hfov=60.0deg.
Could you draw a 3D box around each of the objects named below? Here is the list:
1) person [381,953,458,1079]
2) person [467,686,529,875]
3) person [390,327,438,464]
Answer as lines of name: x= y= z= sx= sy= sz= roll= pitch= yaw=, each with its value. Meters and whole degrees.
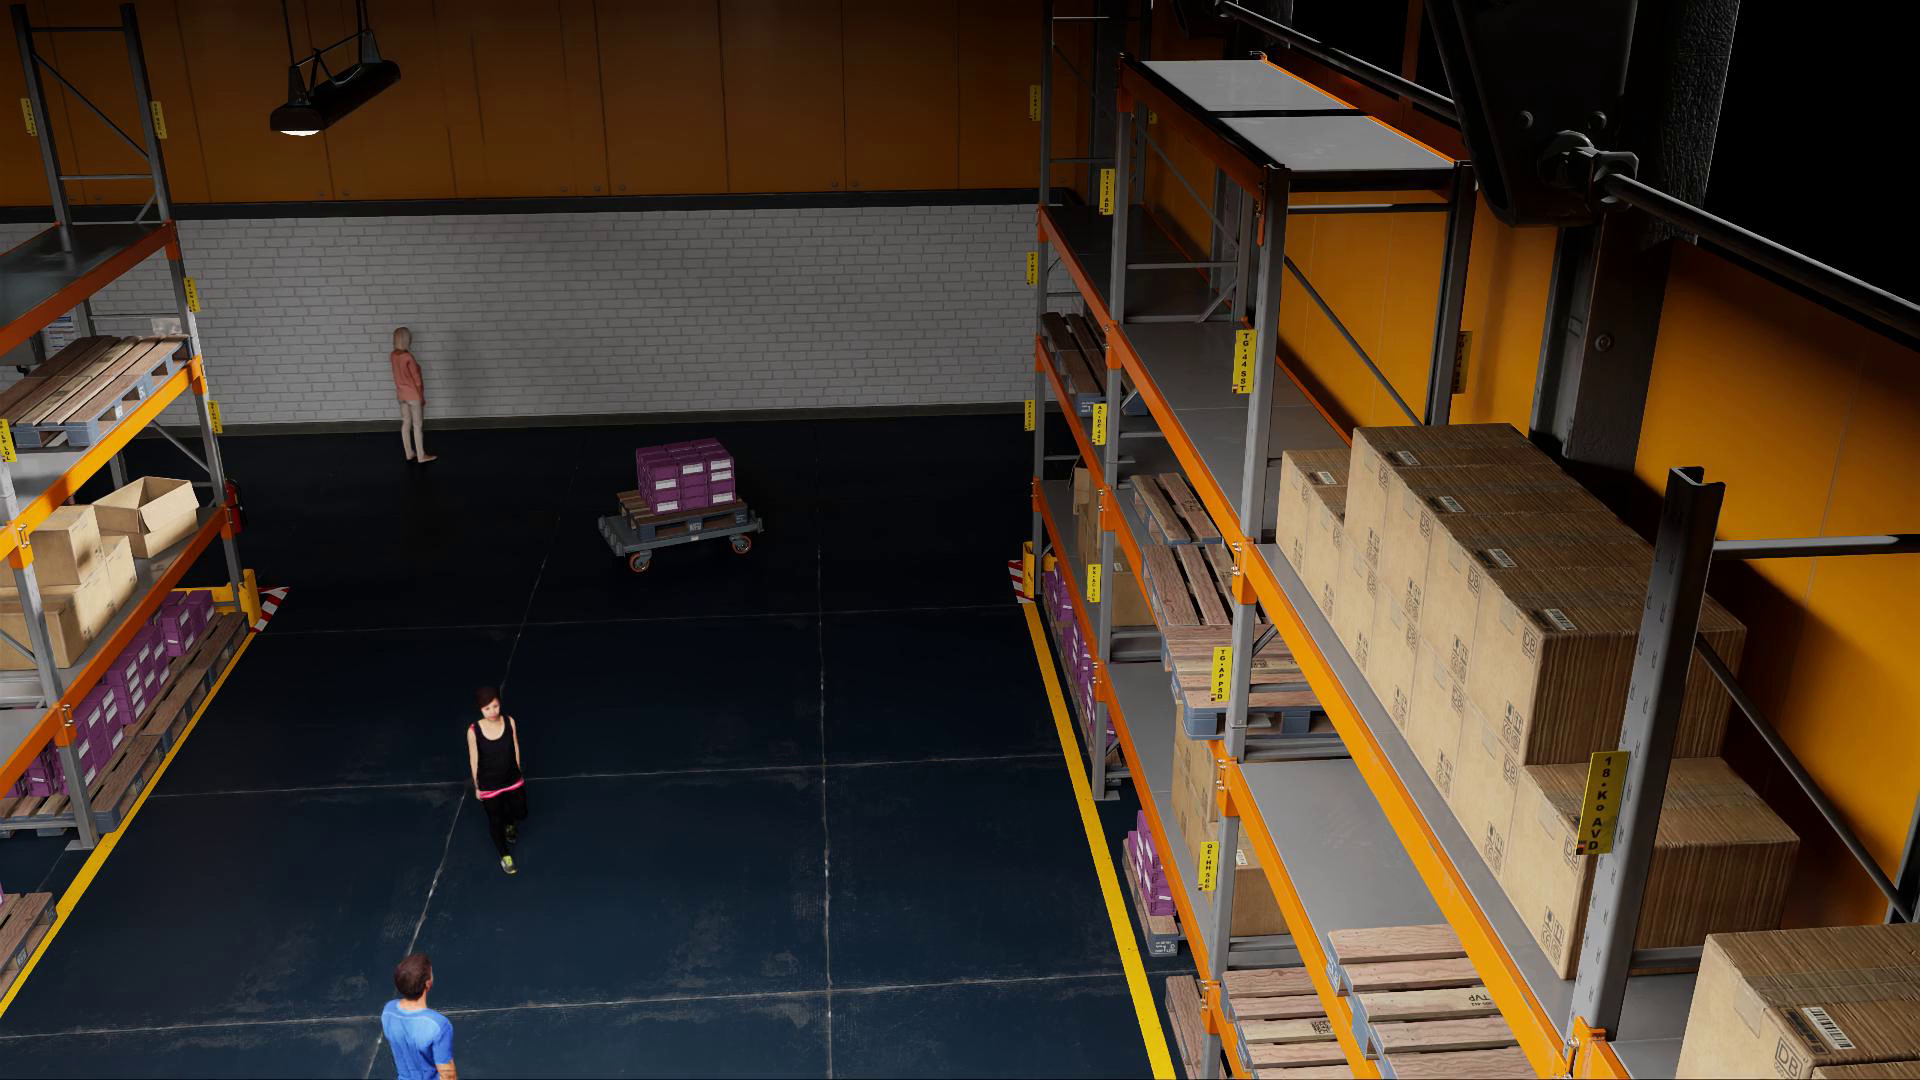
person: x=-3.003 y=3.184 z=9.212 sx=0.988 sy=1.814 sz=1.329 roll=8 pitch=25 yaw=17
person: x=-3.554 y=1.796 z=12.731 sx=0.714 sy=1.539 sz=0.831 roll=-14 pitch=27 yaw=-29
person: x=-6.879 y=-1.818 z=20.767 sx=0.679 sy=1.724 sz=0.718 roll=16 pitch=28 yaw=31
